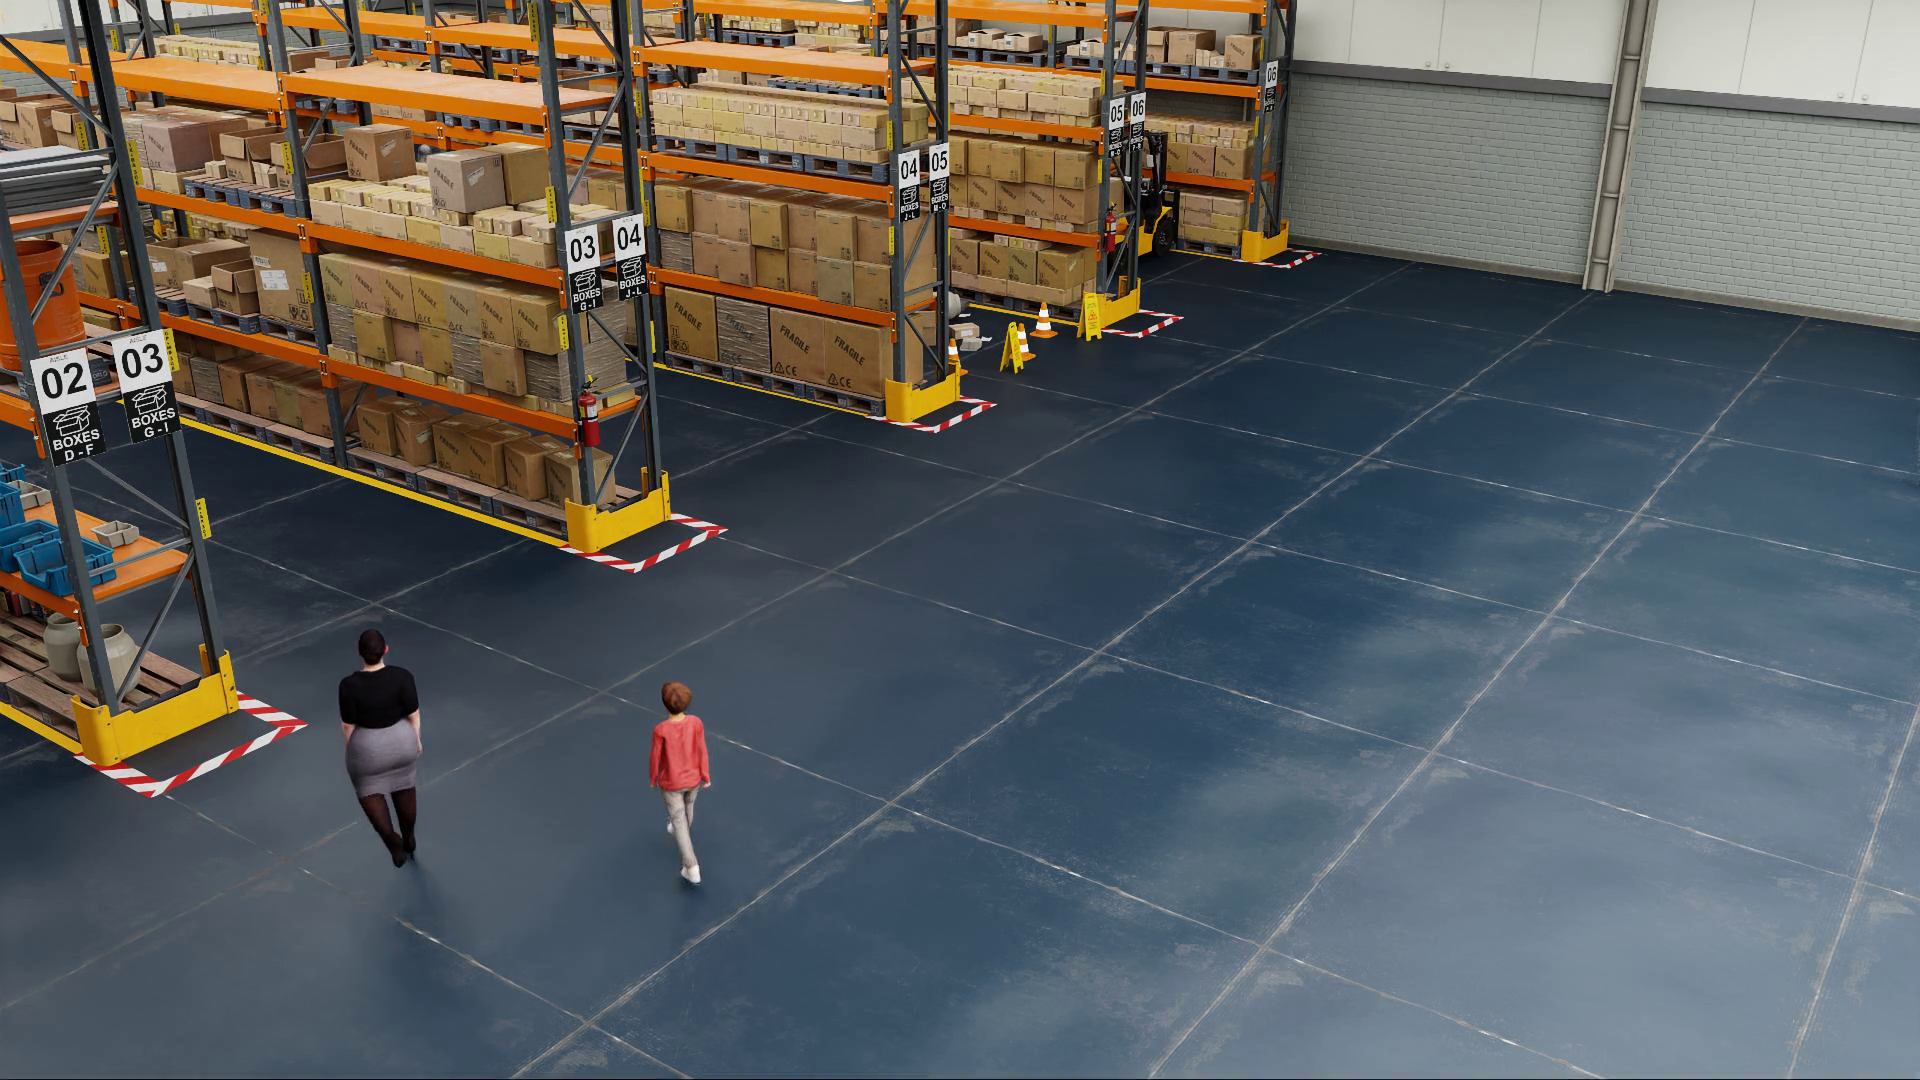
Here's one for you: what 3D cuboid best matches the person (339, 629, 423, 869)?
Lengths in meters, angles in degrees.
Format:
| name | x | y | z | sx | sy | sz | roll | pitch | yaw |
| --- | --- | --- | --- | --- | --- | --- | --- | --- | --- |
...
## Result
| name | x | y | z | sx | sy | sz | roll | pitch | yaw |
| --- | --- | --- | --- | --- | --- | --- | --- | --- | --- |
| person | -3.840 | 1.455 | 11.131 | 0.889 | 1.741 | 1.010 | -12 | 26 | -26 |

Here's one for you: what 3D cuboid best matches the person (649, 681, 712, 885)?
| name | x | y | z | sx | sy | sz | roll | pitch | yaw |
| --- | --- | --- | --- | --- | --- | --- | --- | --- | --- |
| person | -1.855 | 1.642 | 11.152 | 0.797 | 1.379 | 1.034 | -12 | 26 | -27 |
